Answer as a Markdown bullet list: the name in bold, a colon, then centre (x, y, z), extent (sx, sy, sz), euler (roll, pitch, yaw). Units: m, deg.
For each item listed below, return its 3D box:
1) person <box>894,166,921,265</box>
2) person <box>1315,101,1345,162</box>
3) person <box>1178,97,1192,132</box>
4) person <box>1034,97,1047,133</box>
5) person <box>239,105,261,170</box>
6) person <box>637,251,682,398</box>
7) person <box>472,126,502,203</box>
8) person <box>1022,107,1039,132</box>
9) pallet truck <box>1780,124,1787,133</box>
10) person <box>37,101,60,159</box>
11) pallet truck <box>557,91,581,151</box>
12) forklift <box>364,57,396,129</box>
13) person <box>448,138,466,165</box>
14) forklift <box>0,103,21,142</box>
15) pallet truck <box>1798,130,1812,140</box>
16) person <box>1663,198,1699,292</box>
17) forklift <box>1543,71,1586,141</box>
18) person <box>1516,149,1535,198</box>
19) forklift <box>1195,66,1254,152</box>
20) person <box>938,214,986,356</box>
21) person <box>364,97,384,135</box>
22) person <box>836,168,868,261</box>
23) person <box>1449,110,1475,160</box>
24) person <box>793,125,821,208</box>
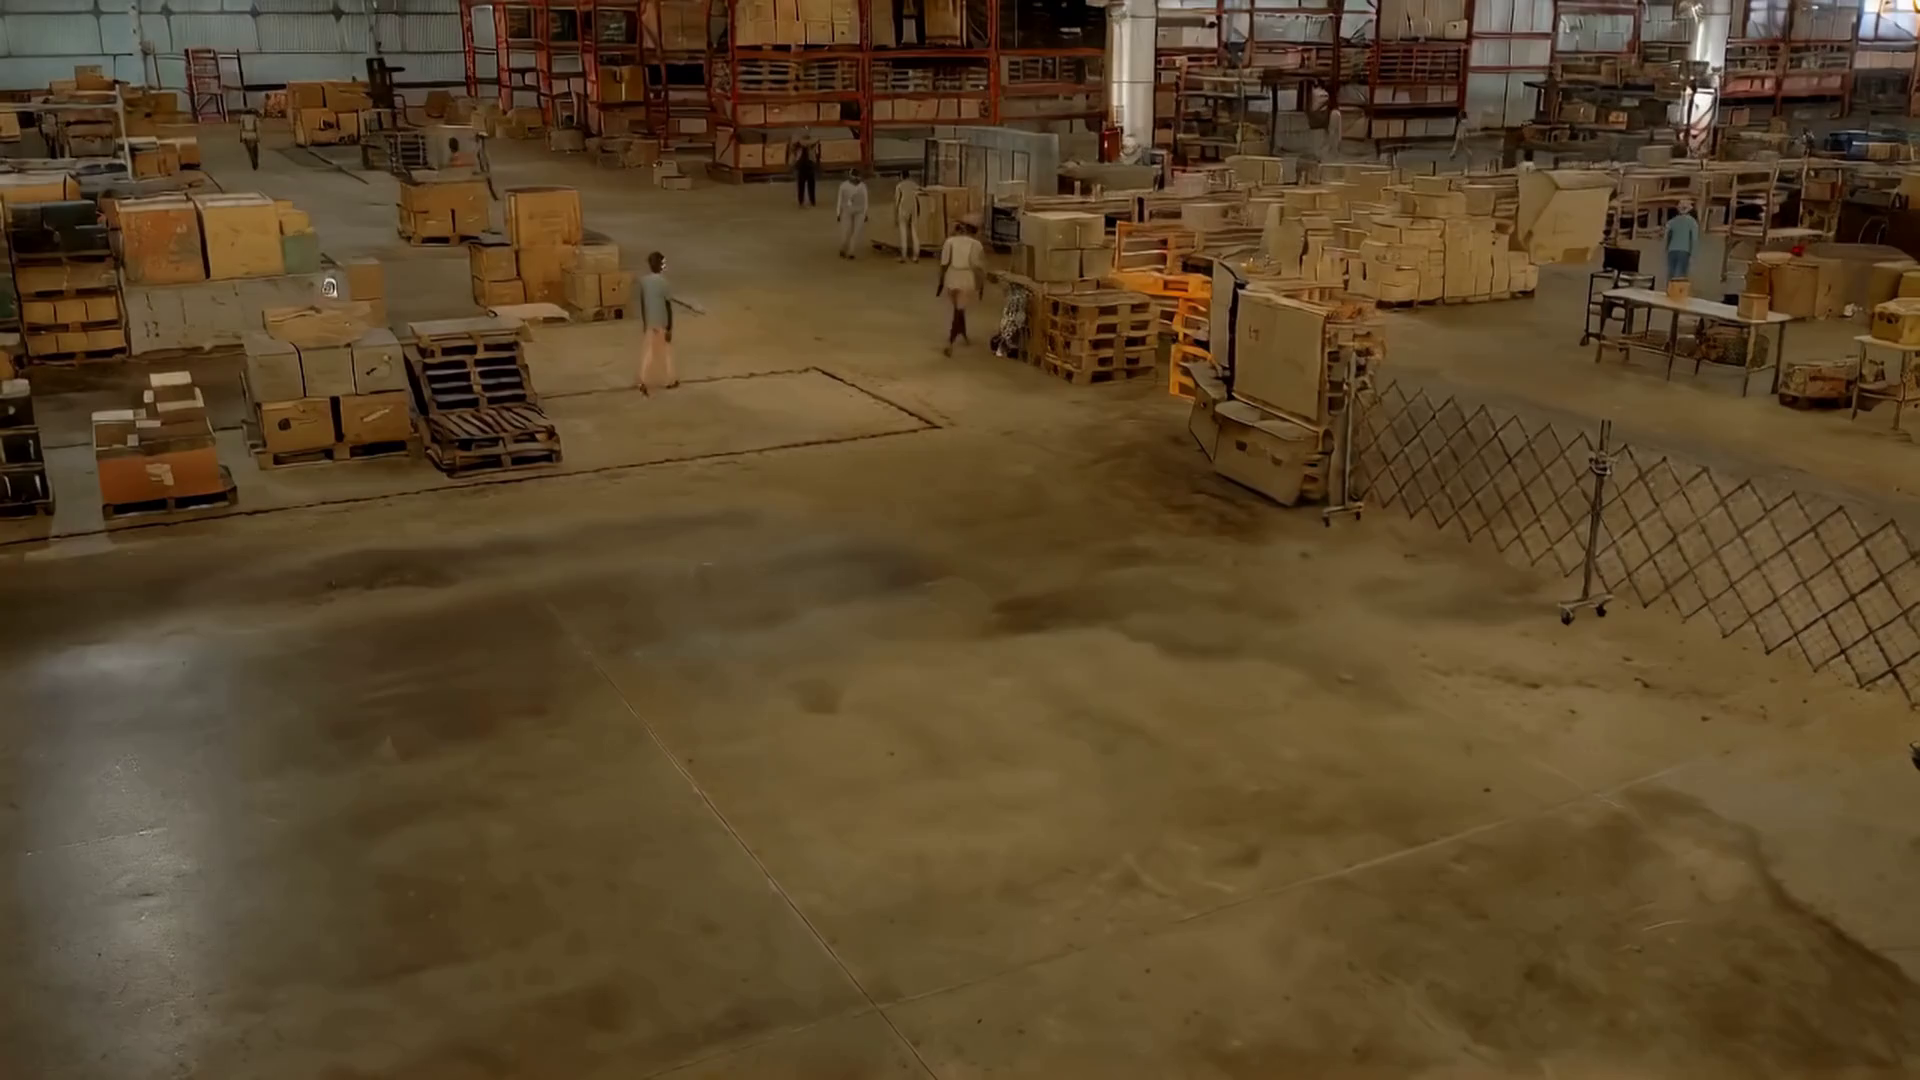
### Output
- **person**: centre (-1.006, -6.194, 31.782), extent (0.523, 1.865, 0.317), euler (-6, 19, -17)
- **person**: centre (11.782, -12.928, 52.730), extent (0.890, 1.908, 0.642), euler (3, 18, 9)
- **person**: centre (8.417, -16.220, 63.012), extent (0.641, 1.881, 0.690), euler (-9, 20, -27)
- **person**: centre (2.700, -13.806, 55.470), extent (0.721, 1.893, 0.642), euler (-13, 22, -35)
- **person**: centre (-21.642, -12.265, 50.641), extent (0.569, 1.902, 0.808), euler (-11, 21, -31)
- **person**: centre (-3.857, -2.739, 21.064), extent (0.513, 1.835, 0.941), euler (4, 18, 12)
- **person**: centre (-11.935, -9.400, 41.697), extent (0.872, 1.908, 0.587), euler (6, 19, 18)
- **person**: centre (2.262, -13.087, 53.541), extent (0.540, 1.695, 0.317), euler (6, 19, 18)
- **pallet truck**: centre (25.206, -12.542, 52.601), extent (1.601, 1.201, 0.680), euler (0, 18, -2)
- **person**: centre (-29.253, -13.147, 53.422), extent (0.595, 1.885, 0.948), euler (-7, 19, -21)
- **pallet truck**: centre (-13.495, -14.412, 57.188), extent (0.823, 1.965, 1.885), euler (-3, 18, -9)
- **forklift**: centre (-23.452, -17.993, 66.928), extent (1.873, 2.768, 1.129), euler (4, 18, 11)
- **person**: centre (-12.370, -9.090, 41.099), extent (0.544, 1.681, 0.566), euler (8, 19, 24)
- **forklift**: centre (-35.172, -15.788, 60.054), extent (1.873, 2.768, 1.129), euler (10, 20, 29)
- **pallet truck**: centre (25.526, -11.556, 49.408), extent (1.630, 1.274, 0.653), euler (-9, 20, -26)
- **person**: centre (11.906, -4.774, 27.554), extent (0.525, 1.749, 0.568), euler (10, 20, 28)
- **forklift**: centre (18.685, -13.231, 52.085), extent (1.873, 2.768, 1.129), euler (-9, 20, -26)
- **person**: centre (12.854, -8.034, 37.794), extent (0.372, 1.681, 0.546), euler (-7, 19, -21)
- **forklift**: centre (9.065, -14.686, 56.618), extent (1.873, 2.768, 1.129), euler (5, 19, 16)
- **person**: centre (0.021, -3.617, 23.606), extent (0.680, 1.965, 1.070), euler (7, 19, 21)
- **person**: centre (-18.930, -13.318, 53.829), extent (0.607, 1.966, 0.367), euler (-1, 18, -2)
- **person**: centre (-2.092, -6.317, 32.296), extent (0.616, 1.786, 0.422), euler (-7, 19, -21)
- **person**: centre (16.185, -13.000, 53.418), extent (0.762, 1.604, 0.501), euler (-2, 18, -7)
- **person**: centre (-3.723, -9.097, 40.550), extent (0.698, 2.000, 0.754), euler (0, 18, 0)
